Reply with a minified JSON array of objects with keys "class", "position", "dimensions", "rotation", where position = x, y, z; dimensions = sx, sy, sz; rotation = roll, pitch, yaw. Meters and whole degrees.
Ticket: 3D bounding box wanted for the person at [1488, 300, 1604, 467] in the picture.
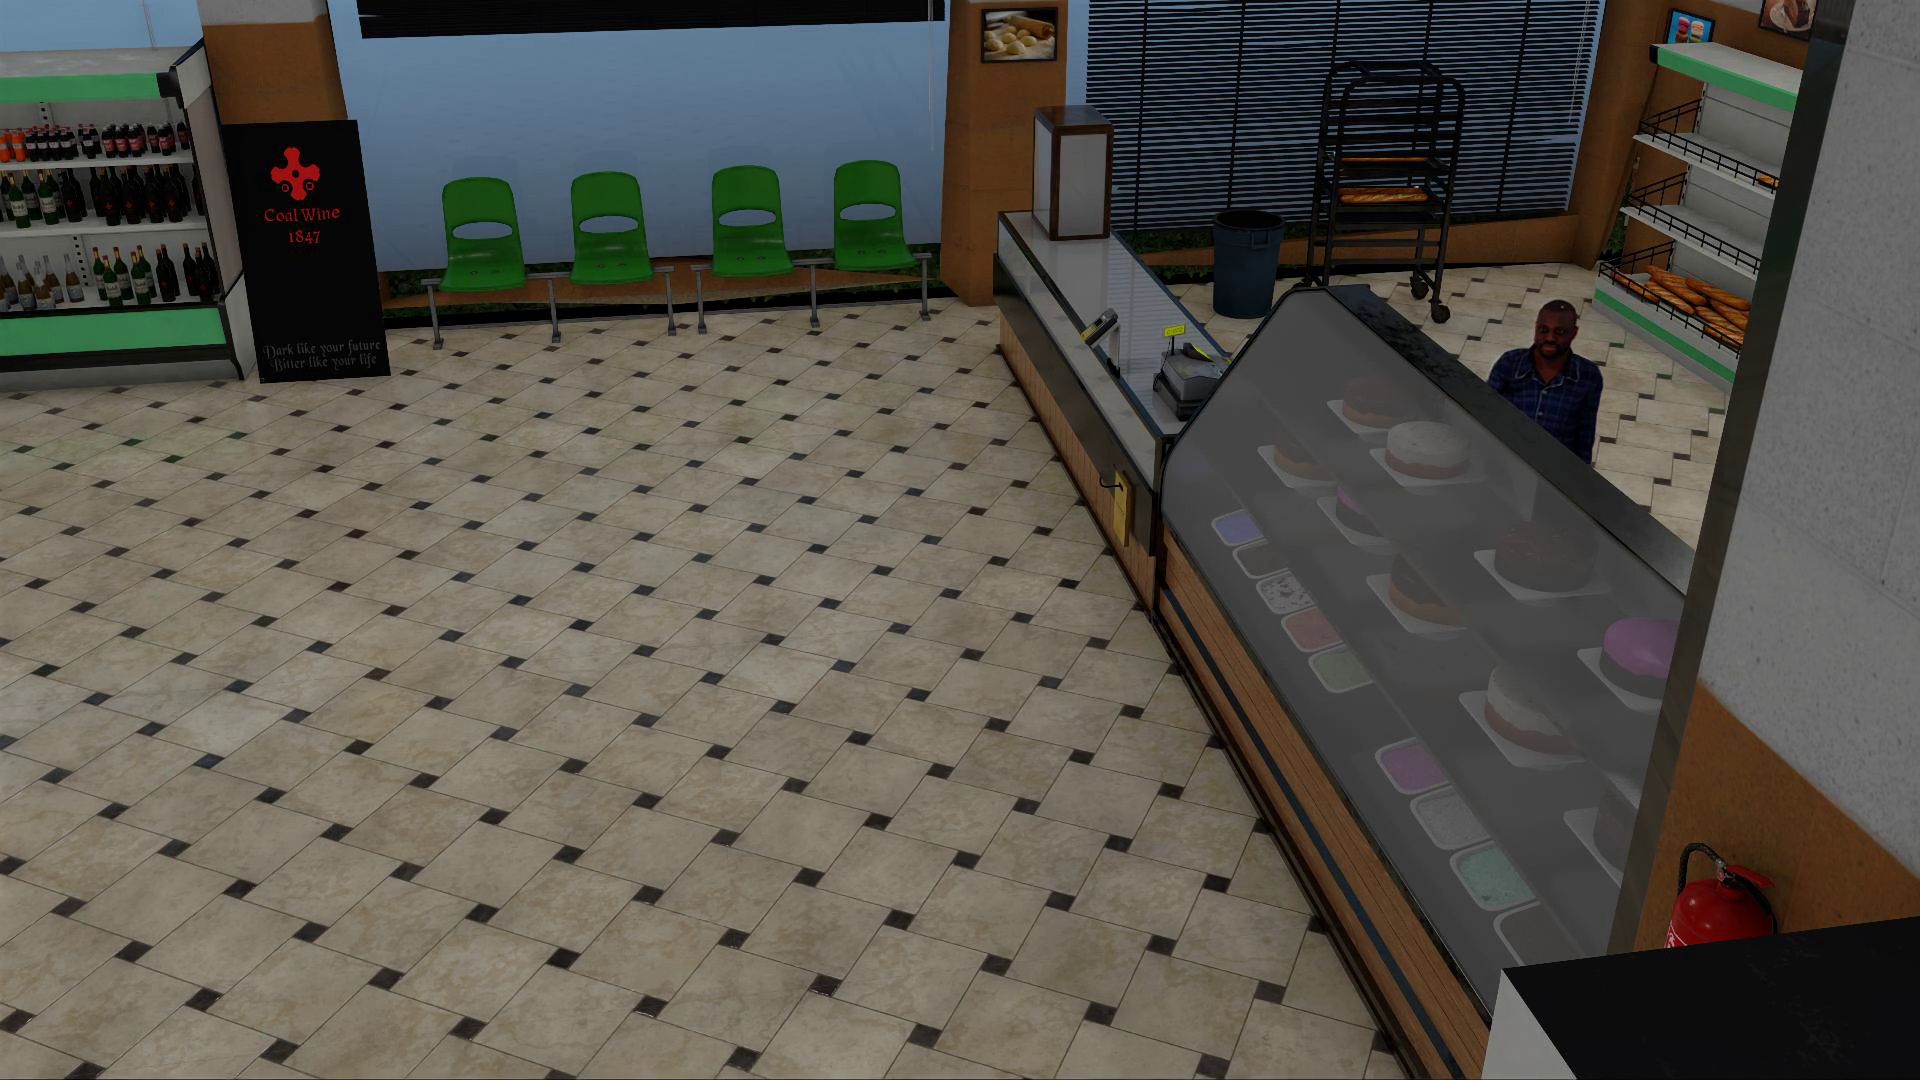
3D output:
[{"class":"person","position":[2.586,-0.228,7.579],"dimensions":[0.713,1.824,0.821],"rotation":[10,29,20]}]
